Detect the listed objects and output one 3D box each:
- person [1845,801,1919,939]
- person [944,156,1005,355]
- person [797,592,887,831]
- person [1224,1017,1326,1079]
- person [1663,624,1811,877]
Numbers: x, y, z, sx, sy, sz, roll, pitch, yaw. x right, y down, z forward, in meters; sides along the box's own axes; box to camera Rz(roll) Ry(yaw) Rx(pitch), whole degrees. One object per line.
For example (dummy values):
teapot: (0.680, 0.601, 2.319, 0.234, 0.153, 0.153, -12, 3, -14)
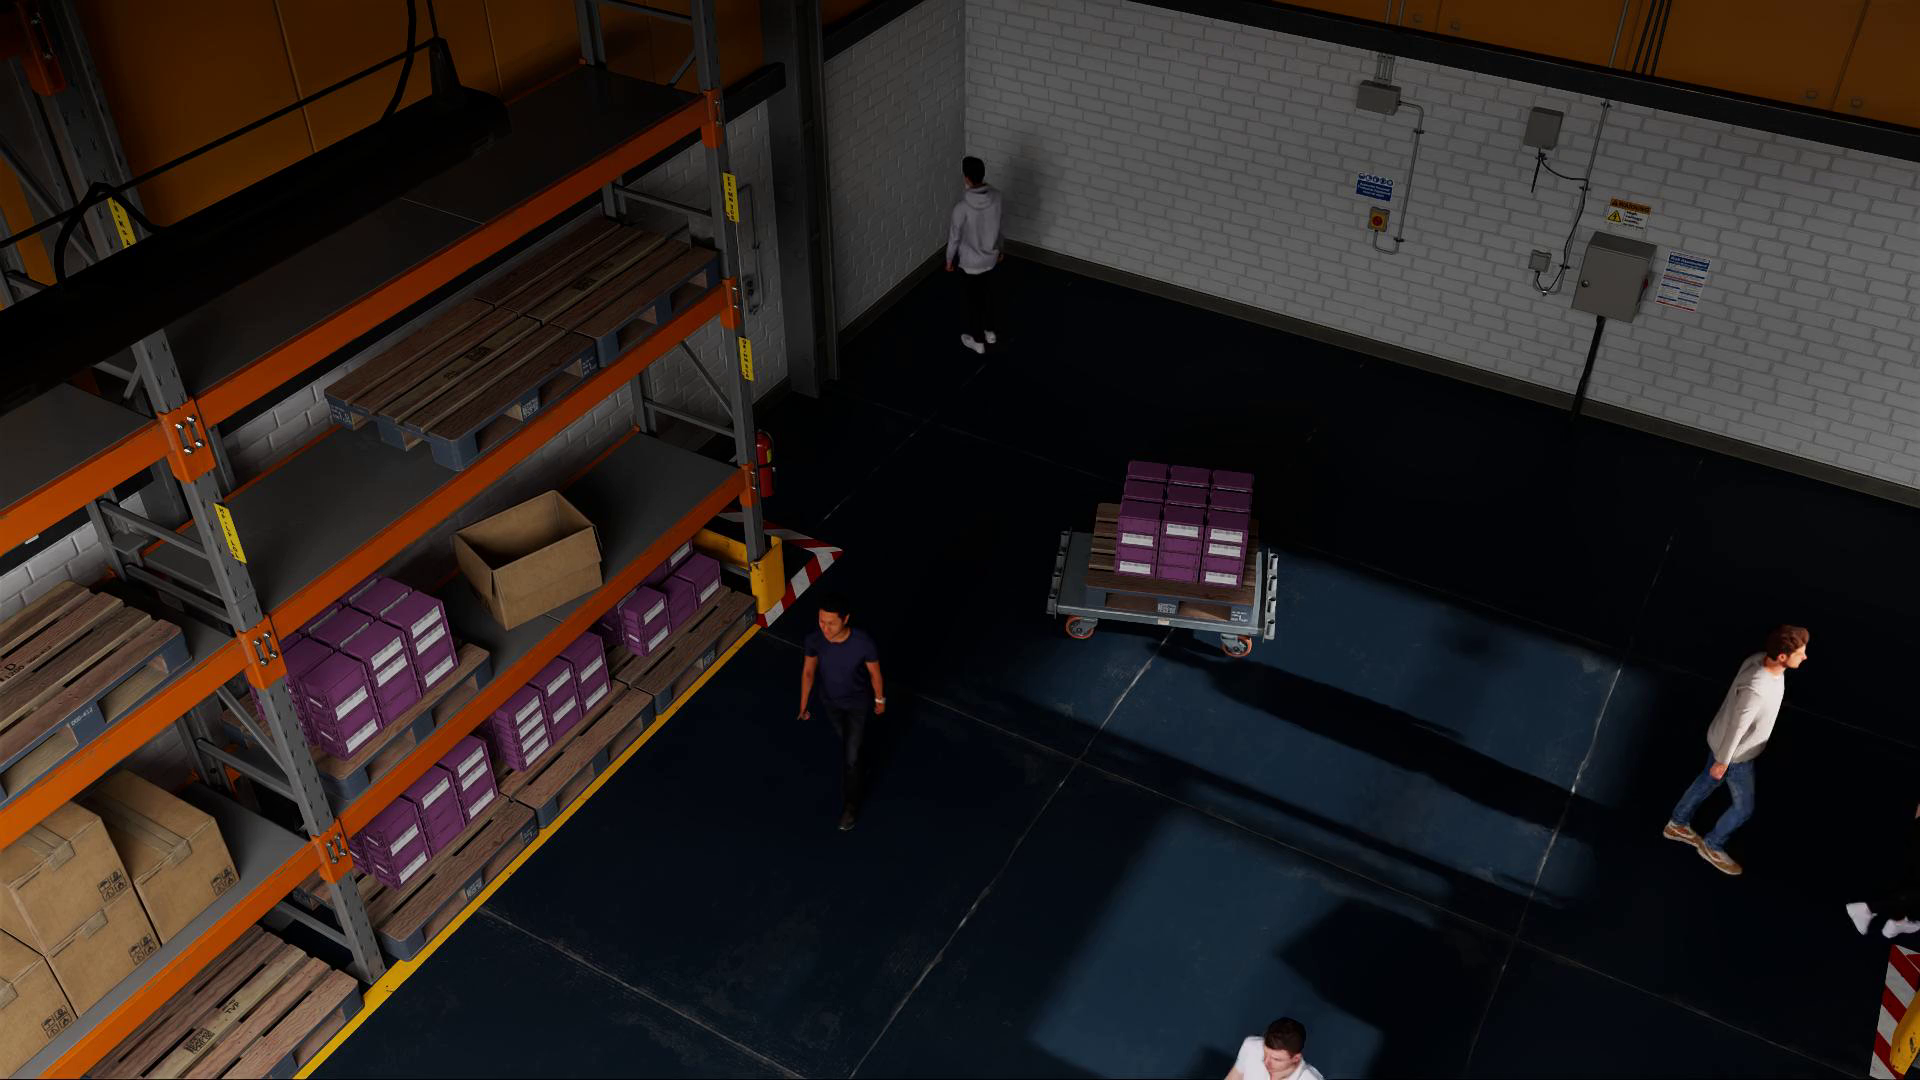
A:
person: (5.617, 1.798, 9.708, 0.897, 1.624, 0.871, -3, 39, -4)
person: (0.215, -2.493, 14.846, 0.733, 1.917, 0.875, -23, 44, -26)
person: (-0.693, 0.949, 10.657, 0.760, 1.765, 0.920, 12, 40, 15)
person: (1.569, 2.880, 8.186, 0.832, 1.831, 0.780, -26, 46, -29)
person: (4.674, 1.225, 10.219, 0.767, 1.882, 0.669, 21, 43, 24)
